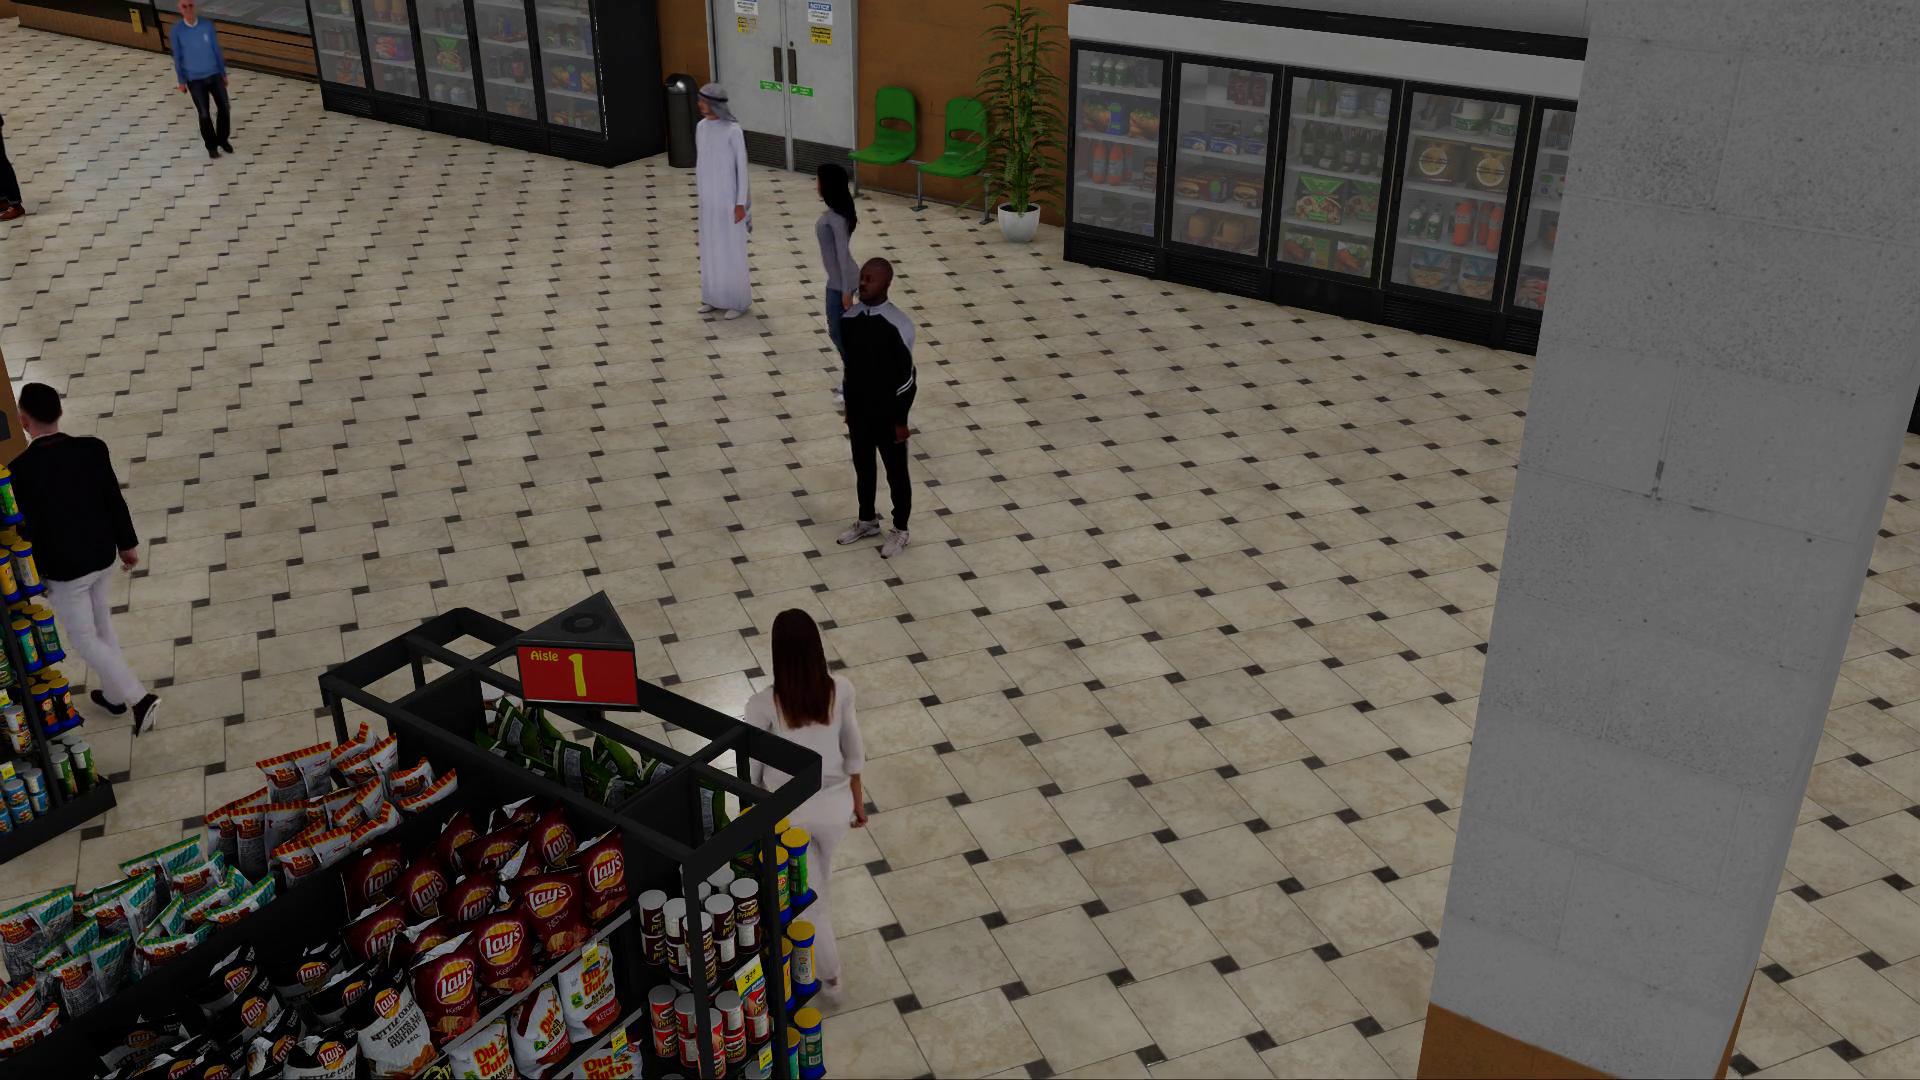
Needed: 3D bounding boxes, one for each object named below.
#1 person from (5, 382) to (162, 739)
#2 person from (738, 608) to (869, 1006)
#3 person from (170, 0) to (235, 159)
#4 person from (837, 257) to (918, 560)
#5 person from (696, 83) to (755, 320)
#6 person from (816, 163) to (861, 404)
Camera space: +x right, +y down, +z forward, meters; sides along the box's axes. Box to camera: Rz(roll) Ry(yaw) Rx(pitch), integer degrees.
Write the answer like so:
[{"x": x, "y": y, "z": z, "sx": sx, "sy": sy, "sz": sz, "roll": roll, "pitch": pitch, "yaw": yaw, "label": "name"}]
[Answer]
[{"x": -4.200, "y": 0.148, "z": 8.022, "sx": 0.739, "sy": 1.817, "sz": 0.939, "roll": 17, "pitch": 31, "yaw": 30, "label": "person"}, {"x": -0.558, "y": 1.069, "z": 6.378, "sx": 1.012, "sy": 1.662, "sz": 0.971, "roll": -12, "pitch": 29, "yaw": -23, "label": "person"}, {"x": -8.477, "y": -5.202, "z": 18.592, "sx": 0.702, "sy": 1.799, "sz": 0.834, "roll": -17, "pitch": 31, "yaw": -29, "label": "person"}, {"x": -0.479, "y": -0.804, "z": 9.888, "sx": 0.648, "sy": 1.827, "sz": 0.537, "roll": 19, "pitch": 32, "yaw": 32, "label": "person"}, {"x": -1.960, "y": -2.804, "z": 13.721, "sx": 0.685, "sy": 1.926, "sz": 0.621, "roll": 19, "pitch": 32, "yaw": 32, "label": "person"}, {"x": -0.796, "y": -1.840, "z": 12.065, "sx": 0.866, "sy": 1.706, "sz": 0.773, "roll": -7, "pitch": 28, "yaw": -14, "label": "person"}]
